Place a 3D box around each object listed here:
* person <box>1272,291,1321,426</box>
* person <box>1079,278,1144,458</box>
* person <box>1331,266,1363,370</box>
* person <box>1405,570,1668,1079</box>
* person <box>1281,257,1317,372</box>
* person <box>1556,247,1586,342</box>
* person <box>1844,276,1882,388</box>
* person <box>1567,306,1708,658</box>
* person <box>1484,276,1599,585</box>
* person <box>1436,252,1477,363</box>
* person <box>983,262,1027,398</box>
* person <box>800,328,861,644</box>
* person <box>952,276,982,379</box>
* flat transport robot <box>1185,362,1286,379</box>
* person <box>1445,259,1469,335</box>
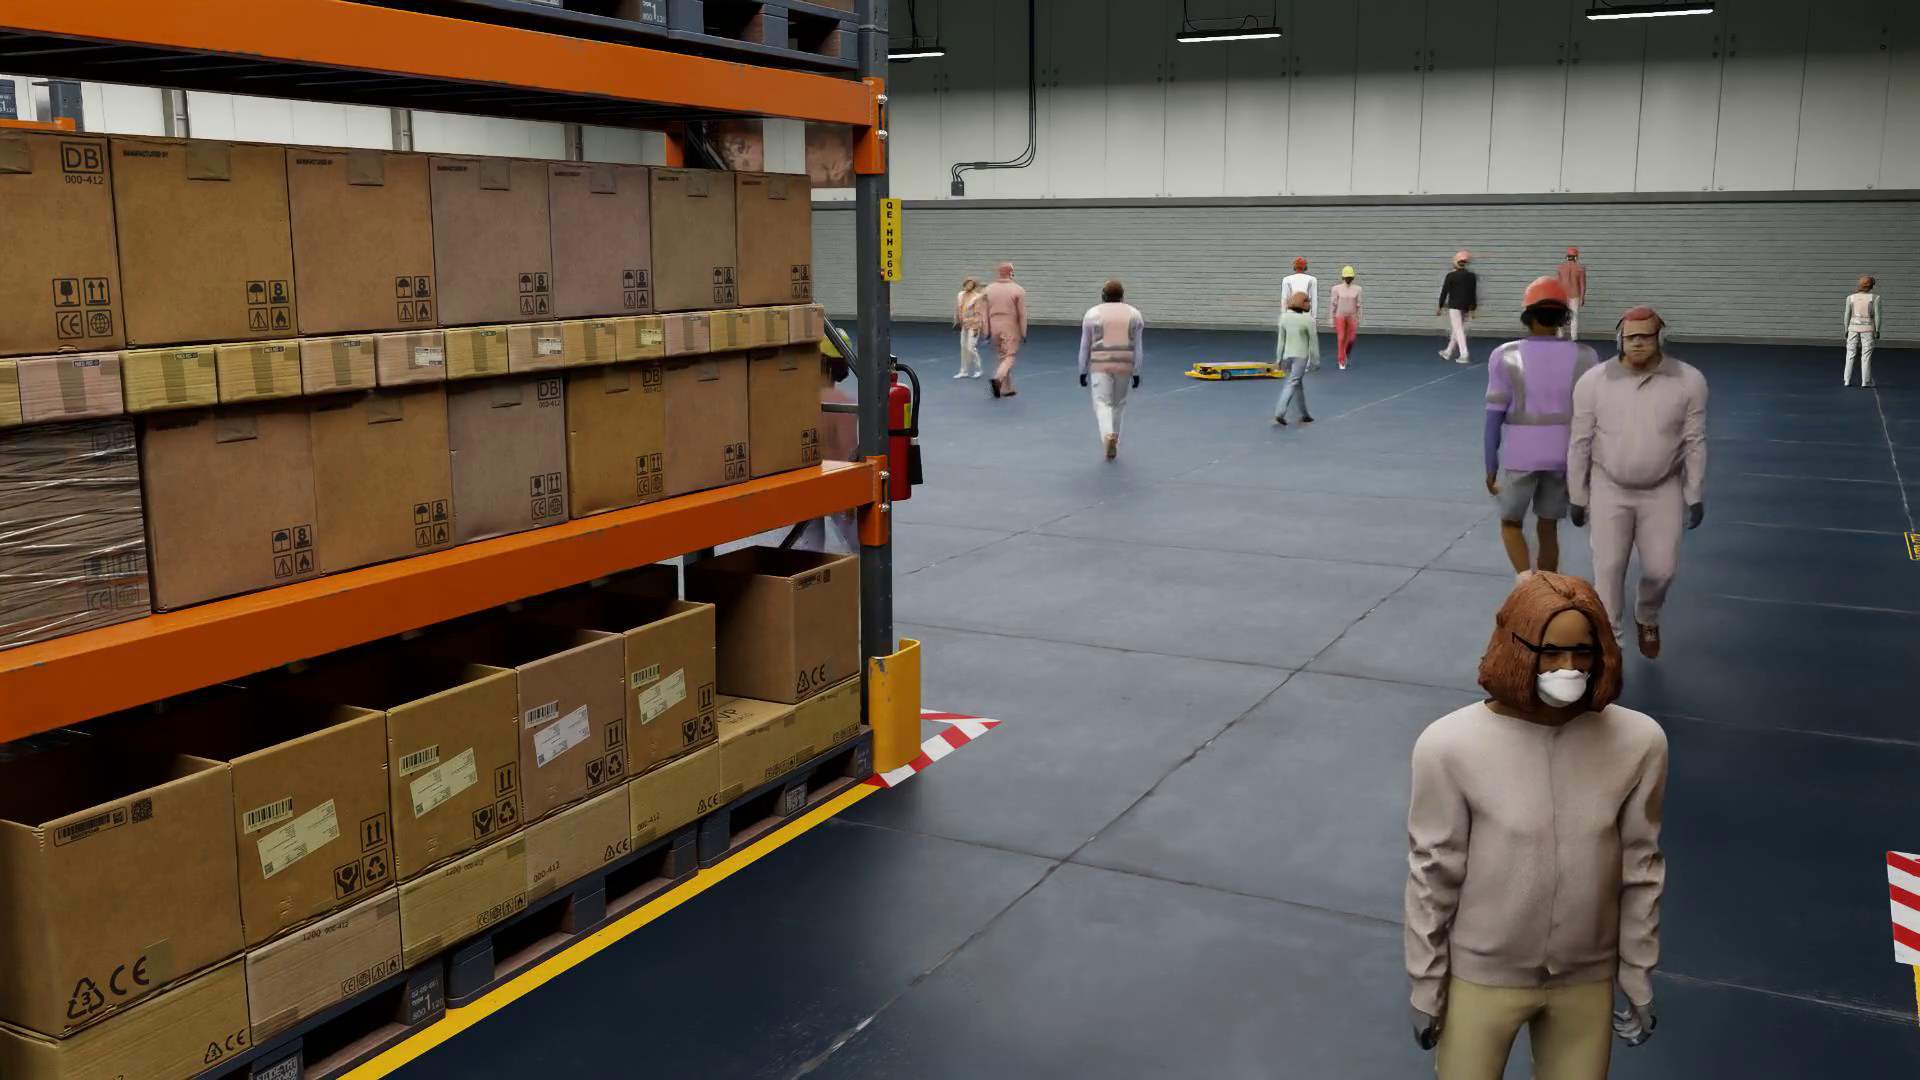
[{"bbox_3d":[3.981,-2.144,19.690,0.873,1.597,0.508,-9,14,-39],"label":"person"},{"bbox_3d":[1.533,-1.720,16.752,0.634,1.813,0.804,-1,10,-6],"label":"person"},{"bbox_3d":[6.490,-3.741,27.983,0.527,1.739,0.494,0,10,1],"label":"person"},{"bbox_3d":[1.101,0.854,3.227,0.494,1.624,0.279,-1,10,-4],"label":"person"},{"bbox_3d":[5.570,-3.697,27.332,0.581,1.882,0.339,2,11,10],"label":"person"},{"bbox_3d":[12.540,-5.009,34.177,0.613,1.996,0.376,7,12,33],"label":"person"},{"bbox_3d":[13.336,-3.073,24.592,0.310,1.642,0.514,-9,14,-40],"label":"person"},{"bbox_3d":[3.441,-0.245,8.483,0.679,1.890,0.471,4,11,21],"label":"person"},{"bbox_3d":[3.239,-0.449,9.264,0.614,2.025,0.649,1,10,5],"label":"person"},{"bbox_3d":[8.812,-4.126,29.529,0.611,1.939,1.009,-4,11,-21],"label":"person"},{"bbox_3d":[0.603,-2.890,22.957,0.647,1.881,0.817,6,12,31],"label":"person"},{"bbox_3d":[-0.680,-0.266,9.007,0.526,1.751,0.523,9,14,40],"label":"person"},{"bbox_3d":[0.138,-3.312,25.997,0.380,1.614,0.565,-8,13,-38],"label":"person"},{"bbox_3d":[4.328,-2.674,26.155,1.431,0.197,0.652,-3,11,-18],"label":"flat transport robot"},{"bbox_3d":[10.441,-4.985,34.547,0.684,1.806,0.611,-7,13,-35],"label":"person"}]
